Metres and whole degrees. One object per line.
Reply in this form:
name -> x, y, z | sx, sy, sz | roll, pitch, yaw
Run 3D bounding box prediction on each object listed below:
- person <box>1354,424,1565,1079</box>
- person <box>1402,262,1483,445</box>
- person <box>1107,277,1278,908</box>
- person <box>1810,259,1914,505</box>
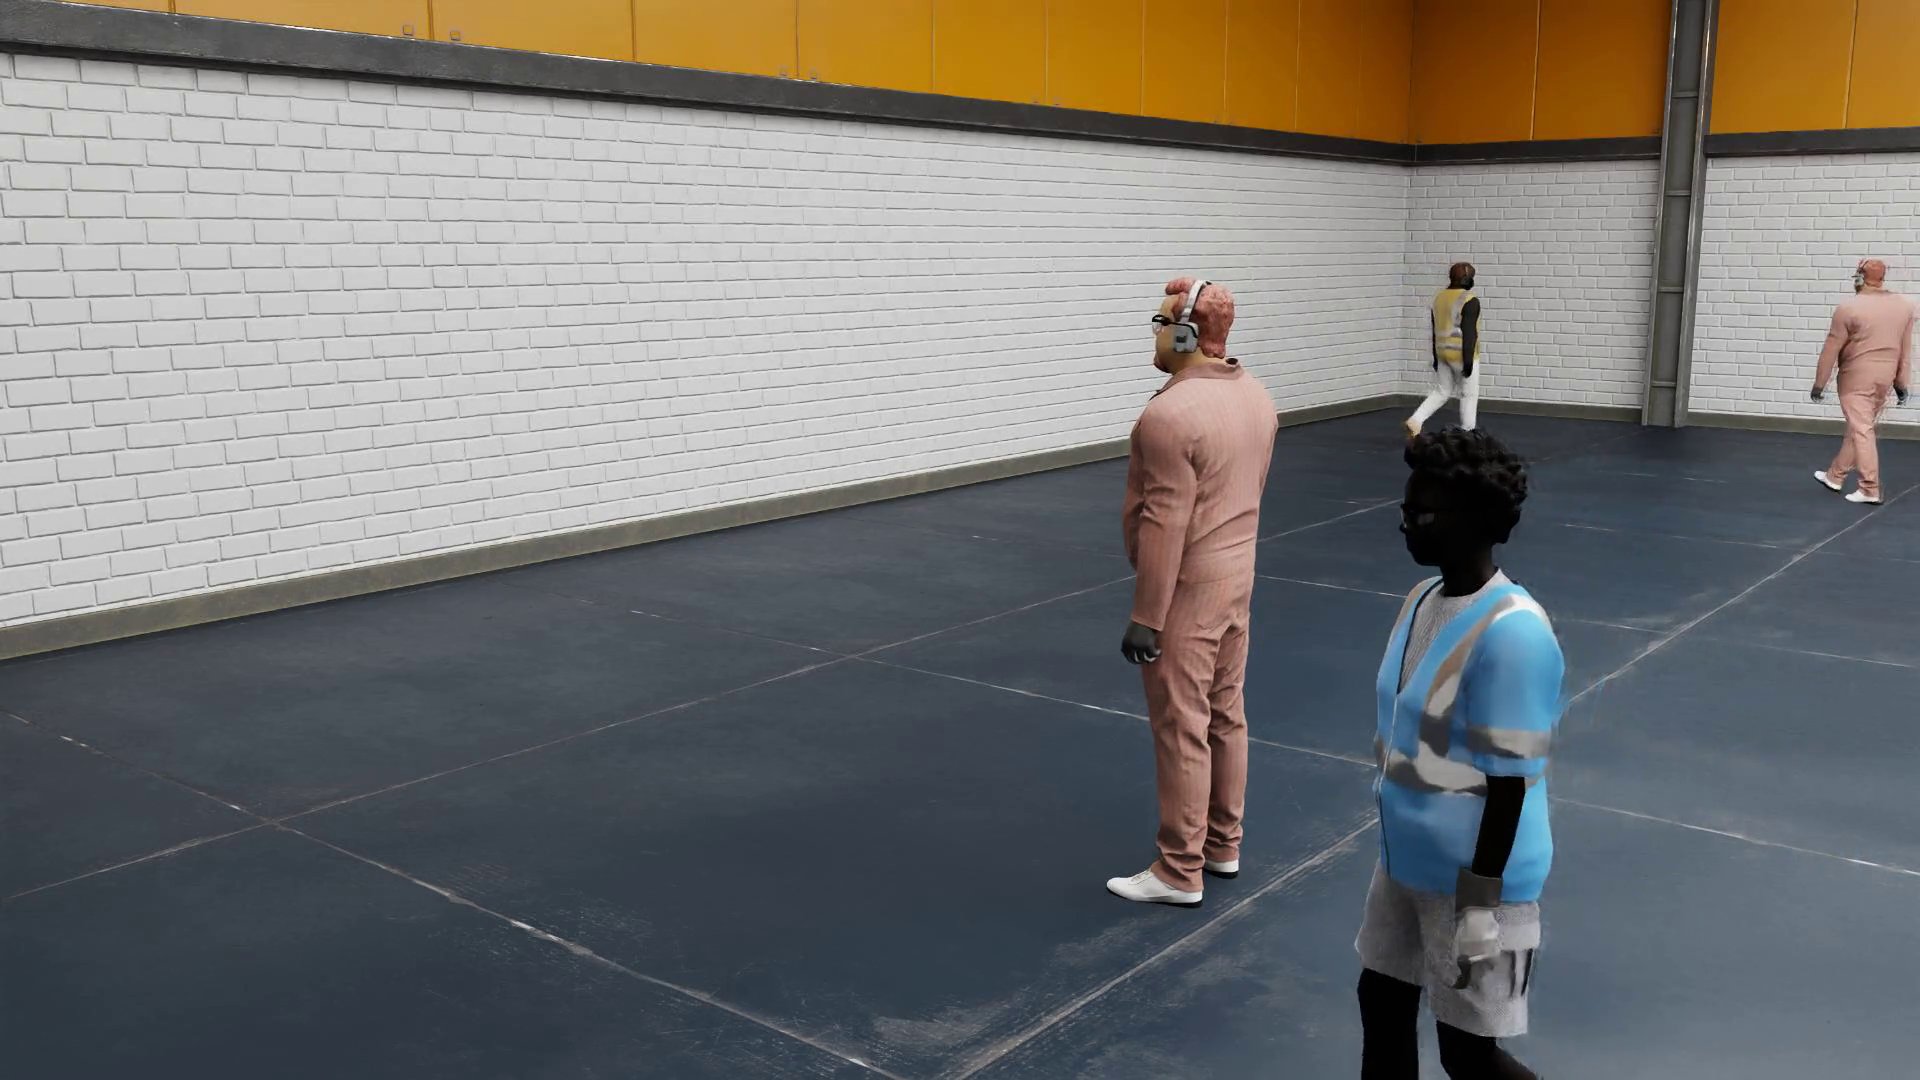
person -> 0.978, 0.621, 3.202 | 0.556, 1.693, 0.580 | -2, 10, -8
person -> 4.742, -1.775, 16.094 | 0.804, 1.819, 0.631 | -4, 11, -19
person -> 0.693, 0.161, 5.096 | 0.408, 1.913, 0.643 | 7, 12, 35
person -> 6.961, -1.246, 13.000 | 0.679, 1.864, 0.930 | -2, 11, -13
